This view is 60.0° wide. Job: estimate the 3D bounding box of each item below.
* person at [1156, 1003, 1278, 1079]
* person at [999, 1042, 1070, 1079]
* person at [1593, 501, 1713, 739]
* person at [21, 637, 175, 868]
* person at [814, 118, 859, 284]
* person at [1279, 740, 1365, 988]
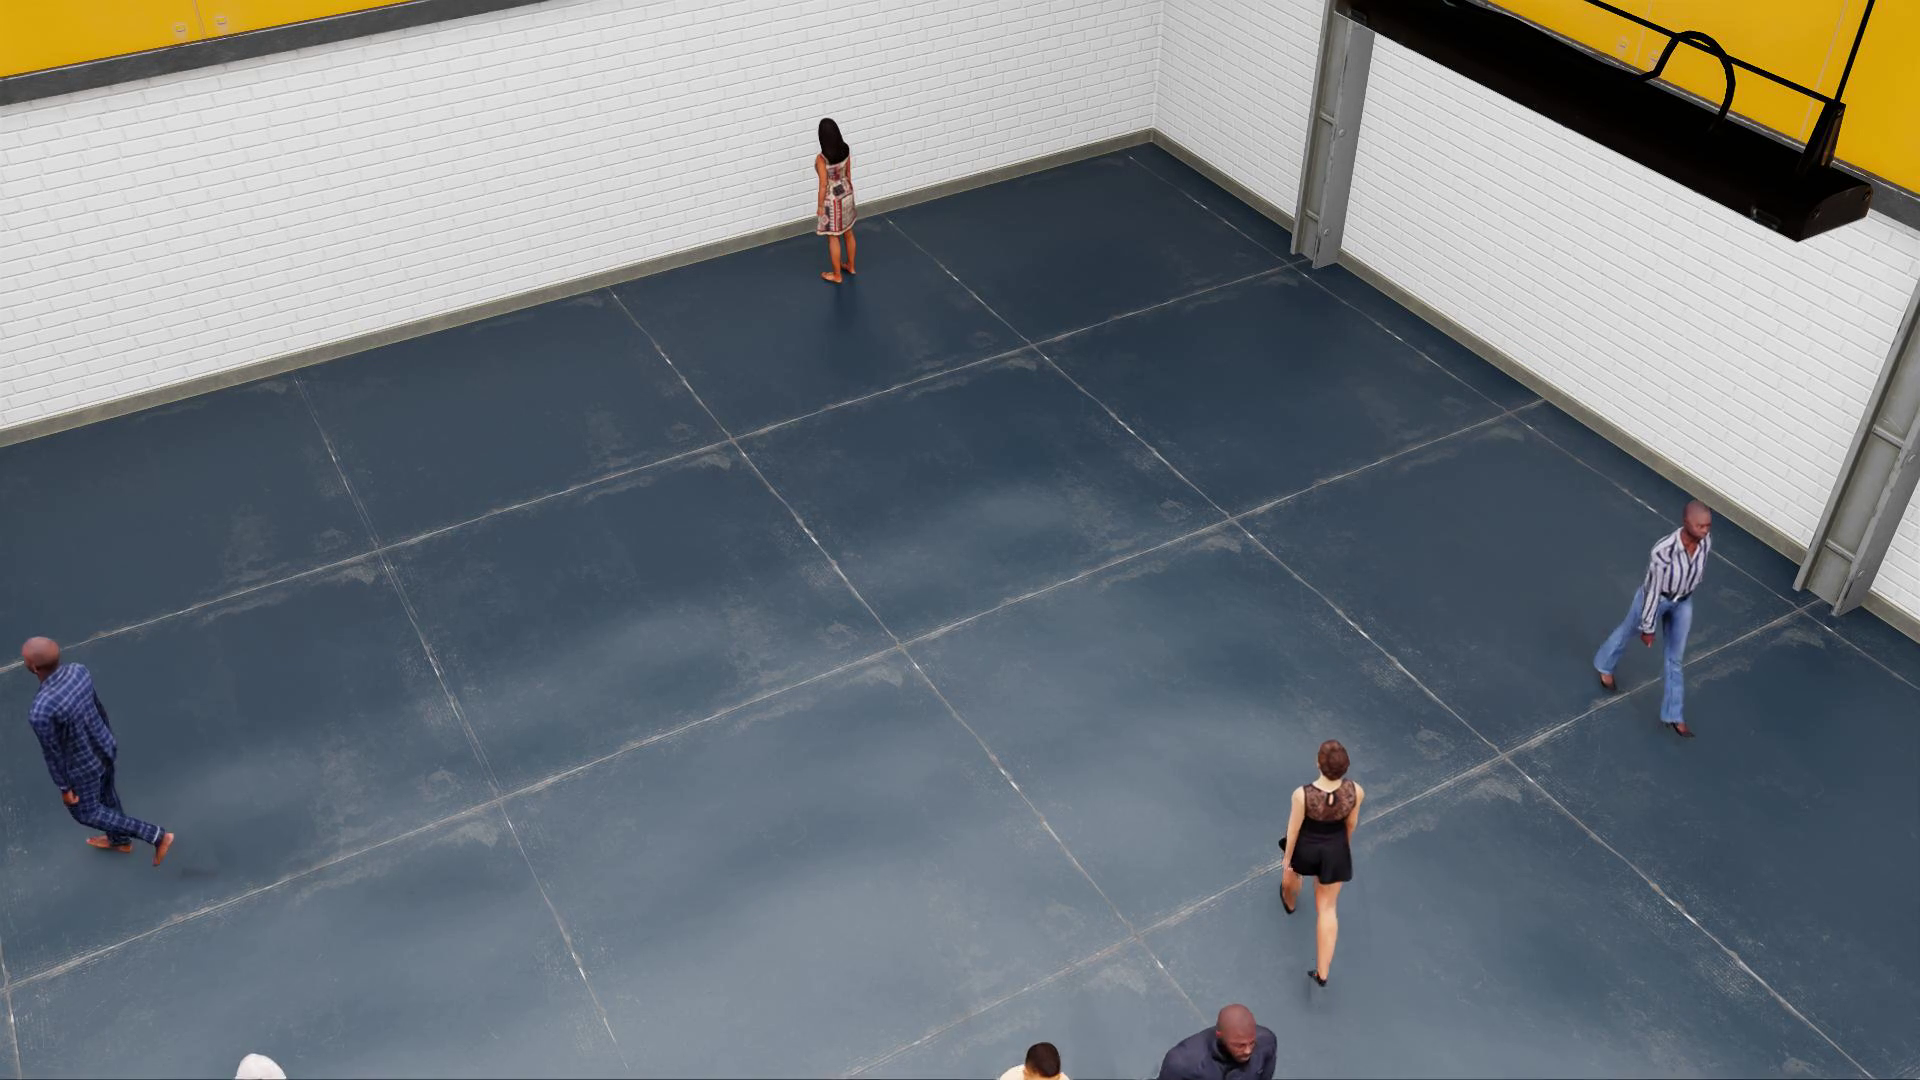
[{"bbox_3d":[1.166,2.734,8.195,0.836,1.771,1.237,-13,40,-16],"label":"person"},{"bbox_3d":[0.365,2.884,8.283,0.754,1.426,1.005,-4,39,-5],"label":"person"},{"bbox_3d":[4.612,0.410,11.123,0.800,1.748,1.189,-13,40,-16],"label":"person"},{"bbox_3d":[-5.174,1.304,9.962,1.022,1.801,1.000,4,39,5],"label":"person"},{"bbox_3d":[-1.176,-3.224,15.759,0.660,1.642,0.717,28,46,30],"label":"person"},{"bbox_3d":[2.052,1.822,9.442,0.935,1.640,1.160,0,39,0],"label":"person"}]
